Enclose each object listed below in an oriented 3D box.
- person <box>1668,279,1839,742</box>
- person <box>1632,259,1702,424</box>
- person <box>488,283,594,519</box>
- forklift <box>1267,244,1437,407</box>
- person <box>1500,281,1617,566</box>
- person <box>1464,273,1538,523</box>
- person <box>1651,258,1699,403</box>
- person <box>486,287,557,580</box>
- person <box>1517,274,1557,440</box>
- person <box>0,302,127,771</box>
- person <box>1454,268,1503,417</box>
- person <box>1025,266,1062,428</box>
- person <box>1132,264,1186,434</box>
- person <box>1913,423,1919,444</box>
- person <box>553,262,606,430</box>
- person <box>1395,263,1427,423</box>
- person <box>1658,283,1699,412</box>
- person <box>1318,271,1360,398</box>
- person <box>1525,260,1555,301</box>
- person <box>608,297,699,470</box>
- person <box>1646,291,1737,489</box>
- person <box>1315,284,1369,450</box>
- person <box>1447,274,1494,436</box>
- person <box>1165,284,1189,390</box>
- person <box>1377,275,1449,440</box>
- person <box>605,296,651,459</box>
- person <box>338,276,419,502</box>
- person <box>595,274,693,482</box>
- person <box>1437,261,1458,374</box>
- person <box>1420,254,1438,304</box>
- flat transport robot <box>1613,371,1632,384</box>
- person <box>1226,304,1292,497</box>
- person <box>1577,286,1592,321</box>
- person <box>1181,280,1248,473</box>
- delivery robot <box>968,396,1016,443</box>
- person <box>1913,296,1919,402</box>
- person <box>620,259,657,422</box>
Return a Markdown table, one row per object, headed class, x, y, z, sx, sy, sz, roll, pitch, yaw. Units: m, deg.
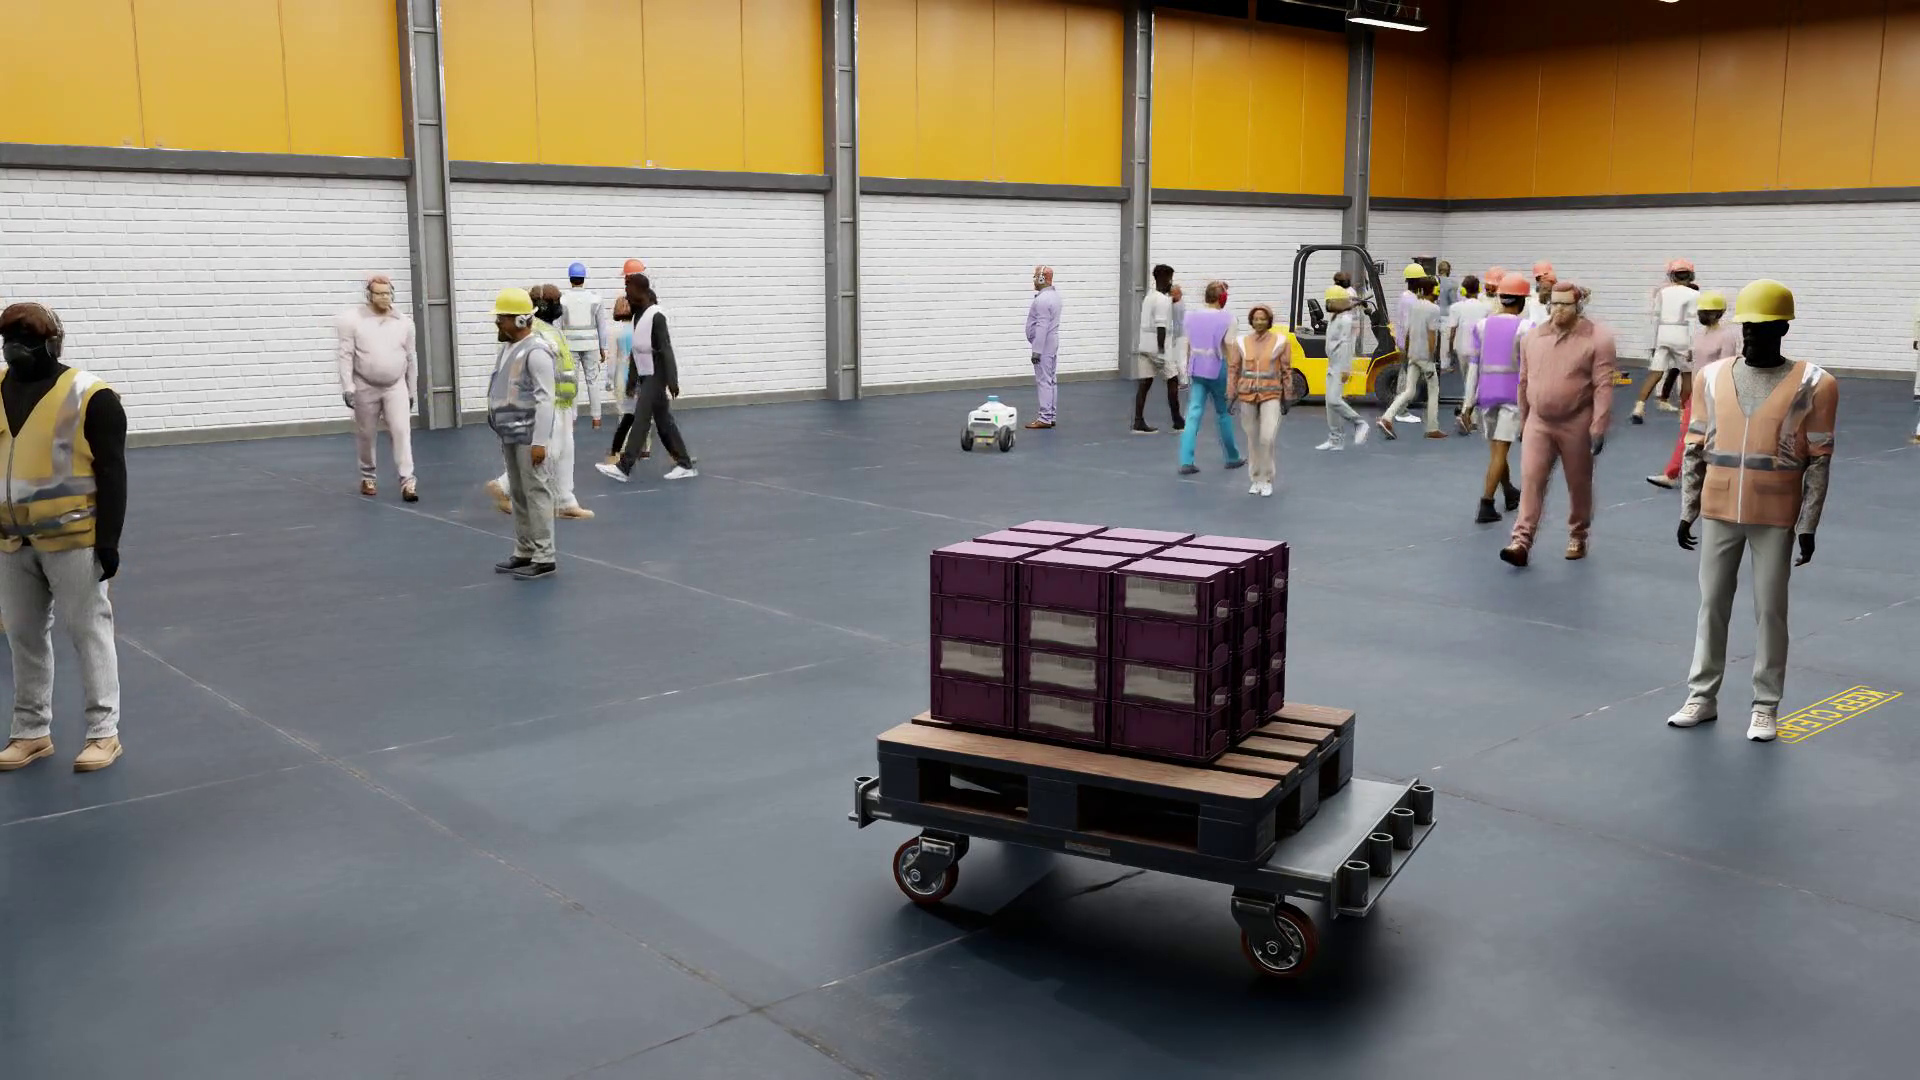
| class | x | y | z | sx | sy | sz | roll | pitch | yaw |
| --- | --- | --- | --- | --- | --- | --- | --- | --- | --- |
| person | 3.323 | -0.124 | 6.996 | 0.587 | 1.928 | 0.363 | 9 | 13 | 41 |
| person | 8.497 | -2.360 | 19.979 | 0.905 | 2.000 | 0.636 | -6 | 11 | -31 |
| person | -3.209 | -1.043 | 12.689 | 0.692 | 1.823 | 0.632 | 0 | 10 | 1 |
| forklift | 5.256 | -2.933 | 22.661 | 2.313 | 2.155 | 1.214 | 3 | 10 | 16 |
| person | 3.918 | -0.750 | 10.882 | 0.664 | 1.847 | 1.004 | 8 | 12 | 38 |
| person | 4.250 | -1.100 | 12.827 | 0.987 | 1.883 | 0.570 | -9 | 13 | -42 |
| person | 9.881 | -2.894 | 23.018 | 0.608 | 1.995 | 0.380 | 4 | 10 | 21 |
| person | -2.760 | -0.670 | 10.470 | 0.404 | 1.830 | 0.600 | -7 | 12 | -35 |
| person | 6.408 | -1.994 | 18.275 | 0.590 | 1.811 | 0.907 | 8 | 13 | 40 |
| person | -3.601 | -0.001 | 6.545 | 0.632 | 1.845 | 0.429 | 0 | 10 | 2 |
| person | 6.471 | -2.388 | 20.395 | 1.020 | 1.872 | 0.562 | -9 | 13 | -44 |
| person | 0.972 | -2.265 | 19.595 | 0.410 | 1.909 | 0.643 | 3 | 10 | 16 |
| person | 2.344 | -2.169 | 18.958 | 0.872 | 1.923 | 0.618 | -3 | 10 | -19 |
| person | 10.662 | -1.884 | 17.566 | 0.991 | 1.828 | 0.607 | 8 | 12 | 39 |
| person | -4.427 | -2.247 | 19.362 | 0.617 | 1.946 | 0.393 | -3 | 10 | -19 |
| person | 5.495 | -2.397 | 20.296 | 0.356 | 1.930 | 0.592 | 3 | 10 | 15 |
| person | 9.385 | -2.453 | 21.383 | 0.752 | 1.662 | 0.553 | 7 | 12 | 36 |
| person | 5.360 | -2.913 | 23.700 | 0.755 | 1.806 | 0.617 | 2 | 10 | 11 |
| person | 7.563 | -2.609 | 21.428 | 0.631 | 1.972 | 0.435 | 5 | 11 | 25 |
| person | -2.950 | -1.469 | 15.670 | 0.844 | 1.646 | 0.536 | 2 | 10 | 12 |
| person | 6.433 | -1.269 | 14.316 | 0.918 | 1.712 | 0.542 | -4 | 10 | -20 |
| person | 3.963 | -1.785 | 17.289 | 0.460 | 1.727 | 0.508 | -2 | 10 | -9 |
| person | 5.820 | -2.114 | 18.980 | 0.519 | 1.823 | 0.928 | 5 | 11 | 28 |
| person | 3.282 | -3.065 | 25.132 | 0.410 | 1.605 | 0.525 | 0 | 10 | 2 |
| person | 5.022 | -2.006 | 18.334 | 0.874 | 1.832 | 0.549 | -5 | 11 | -25 |
| person | -3.284 | -1.594 | 16.463 | 0.507 | 1.631 | 0.280 | -9 | 13 | -43 |
| person | -4.831 | -1.260 | 13.866 | 0.647 | 1.862 | 0.960 | -5 | 11 | -26 |
| person | -2.860 | -1.453 | 14.998 | 0.971 | 1.851 | 0.643 | -5 | 11 | -29 |
| person | 8.317 | -3.844 | 28.748 | 0.352 | 1.936 | 0.635 | -8 | 13 | -40 |
| person | 7.187 | -3.402 | 25.851 | 0.374 | 2.044 | 0.605 | 10 | 14 | 44 |
| flat transport robot | 9.843 | -2.607 | 26.376 | 0.652 | 0.197 | 1.431 | -6 | 11 | -30 |
| person | 2.503 | -1.171 | 14.009 | 0.535 | 1.615 | 0.556 | 4 | 10 | 22 |
| person | 8.457 | -2.722 | 23.123 | 0.767 | 1.608 | 0.550 | 4 | 10 | 20 |
| person | 2.377 | -1.529 | 15.609 | 0.583 | 1.791 | 0.961 | 9 | 13 | 41 |
| delivery robot | 0.343 | -1.265 | 17.417 | 0.477 | 0.478 | 0.707 | 3 | 10 | 18 |
| person | 13.477 | -2.790 | 22.932 | 0.592 | 1.824 | 0.403 | 5 | 11 | 28 |
| person | -3.908 | -2.409 | 20.200 | 0.391 | 1.987 | 0.608 | -9 | 13 | -42 |
